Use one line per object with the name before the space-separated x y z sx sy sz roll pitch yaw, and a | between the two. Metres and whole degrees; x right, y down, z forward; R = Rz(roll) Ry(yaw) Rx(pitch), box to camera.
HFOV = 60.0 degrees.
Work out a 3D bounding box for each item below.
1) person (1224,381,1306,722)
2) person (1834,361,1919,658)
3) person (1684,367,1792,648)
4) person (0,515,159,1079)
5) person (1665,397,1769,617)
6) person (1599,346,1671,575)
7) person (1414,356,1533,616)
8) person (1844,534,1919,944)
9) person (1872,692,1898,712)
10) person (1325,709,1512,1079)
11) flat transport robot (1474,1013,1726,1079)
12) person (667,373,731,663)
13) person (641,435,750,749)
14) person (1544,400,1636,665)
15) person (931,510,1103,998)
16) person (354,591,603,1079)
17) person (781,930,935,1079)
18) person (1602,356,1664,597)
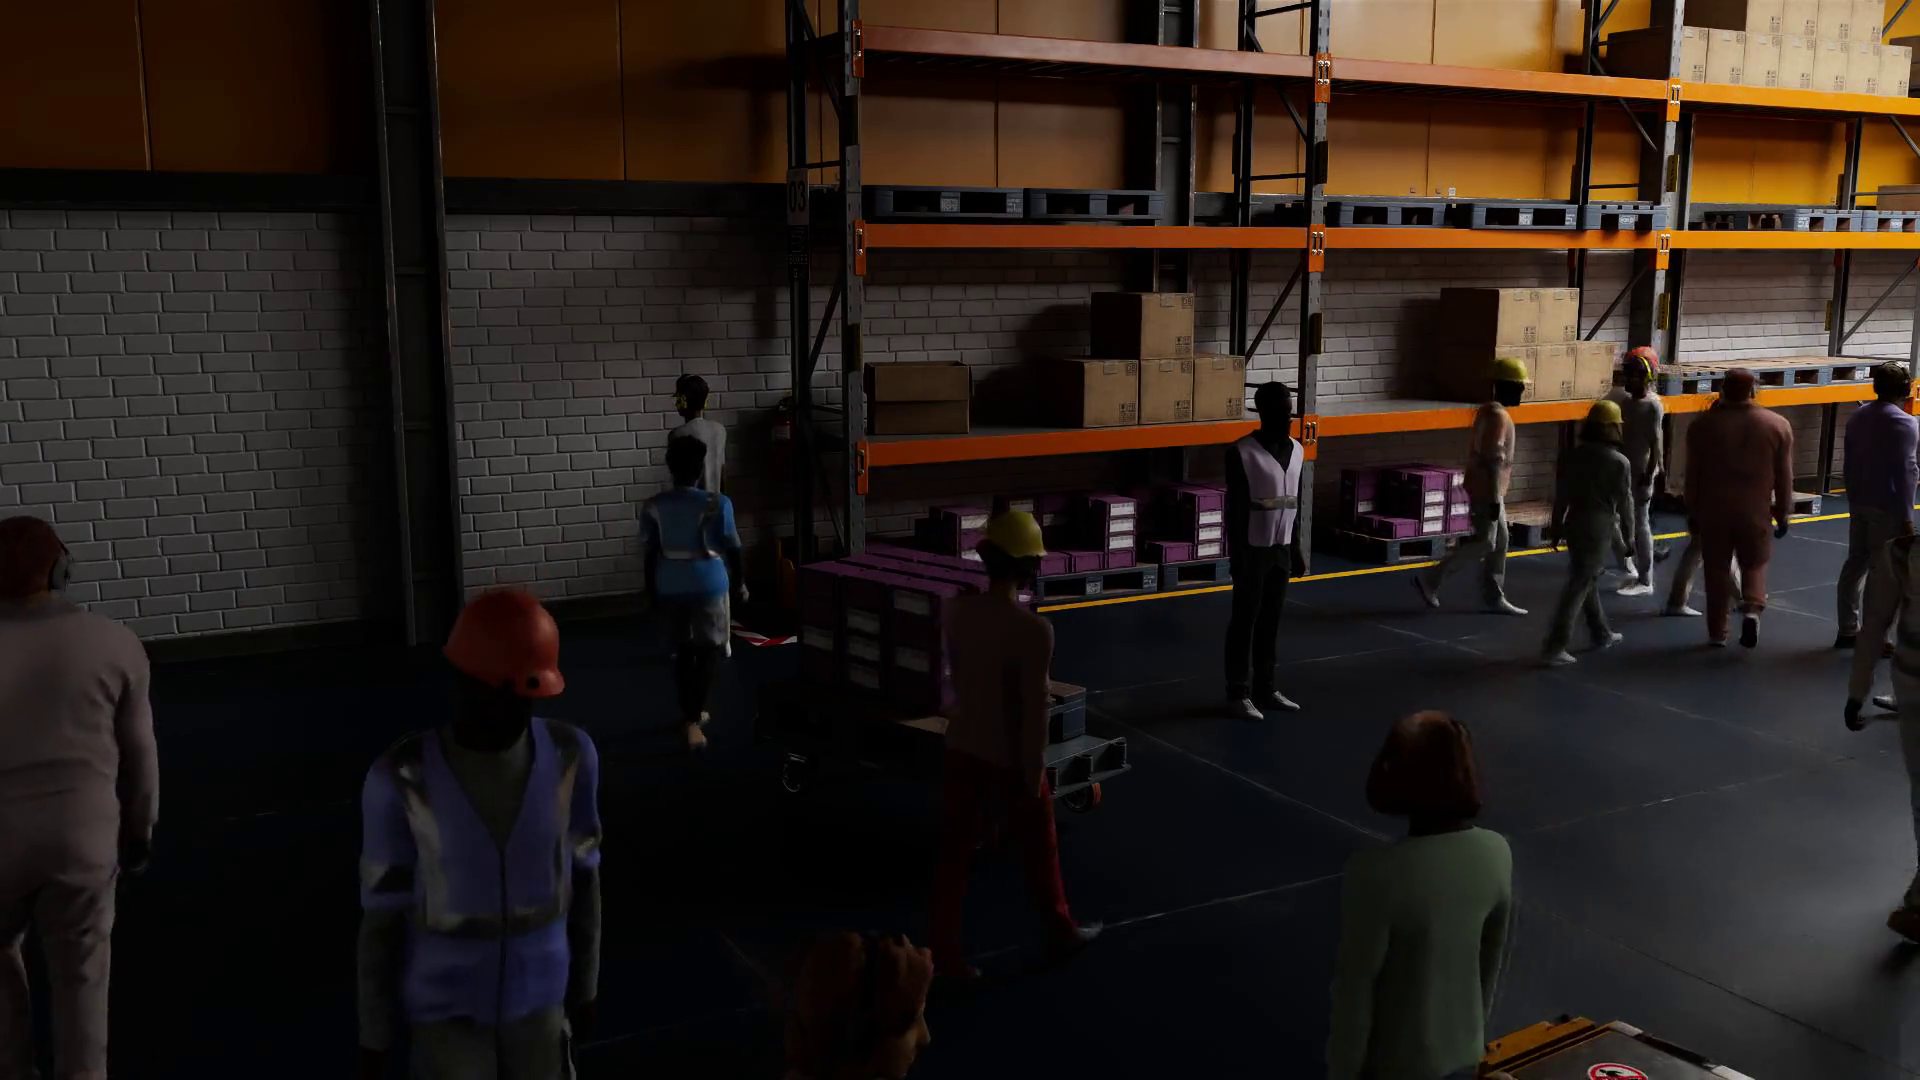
person | 1.730 0.053 9.486 0.588 1.920 0.390 -8 13 -39
person | 6.026 -0.200 10.885 0.367 1.940 0.635 -1 10 -6
person | 5.122 -0.189 10.995 0.663 1.886 0.550 4 11 23
person | -2.717 0.864 4.910 0.663 1.884 0.500 -6 12 -32
person | 5.532 -0.228 12.017 0.828 1.596 0.552 1 10 4
person | 5.481 -0.642 13.635 1.051 1.874 0.536 -3 10 -18
person | 3.742 -0.382 12.040 0.737 1.905 0.597 3 10 16
person | 3.778 0.620 6.460 0.984 1.832 0.614 -9 13 -42
person | 5.747 0.101 9.396 0.999 1.855 0.660 -3 10 -18
person | 1.021 1.187 3.841 0.540 1.612 0.338 -5 11 -29
flat transport robot | 2.058 1.704 4.725 0.652 0.197 1.431 -6 12 -33
person | -1.696 -0.129 10.694 0.323 1.866 0.518 7 12 33
person | -1.439 0.272 8.927 0.543 1.673 0.664 3 10 18
person | 4.097 -0.055 10.765 0.916 1.689 0.501 -6 11 -31
person | 0.189 0.746 6.024 0.542 1.728 0.845 8 13 40
person | -1.141 1.027 3.923 0.582 1.908 0.658 -5 11 -28
person | -0.237 1.399 2.699 0.872 1.569 0.512 0 10 2
person | 5.149 -0.479 12.709 0.484 1.858 0.578 -2 10 -11
